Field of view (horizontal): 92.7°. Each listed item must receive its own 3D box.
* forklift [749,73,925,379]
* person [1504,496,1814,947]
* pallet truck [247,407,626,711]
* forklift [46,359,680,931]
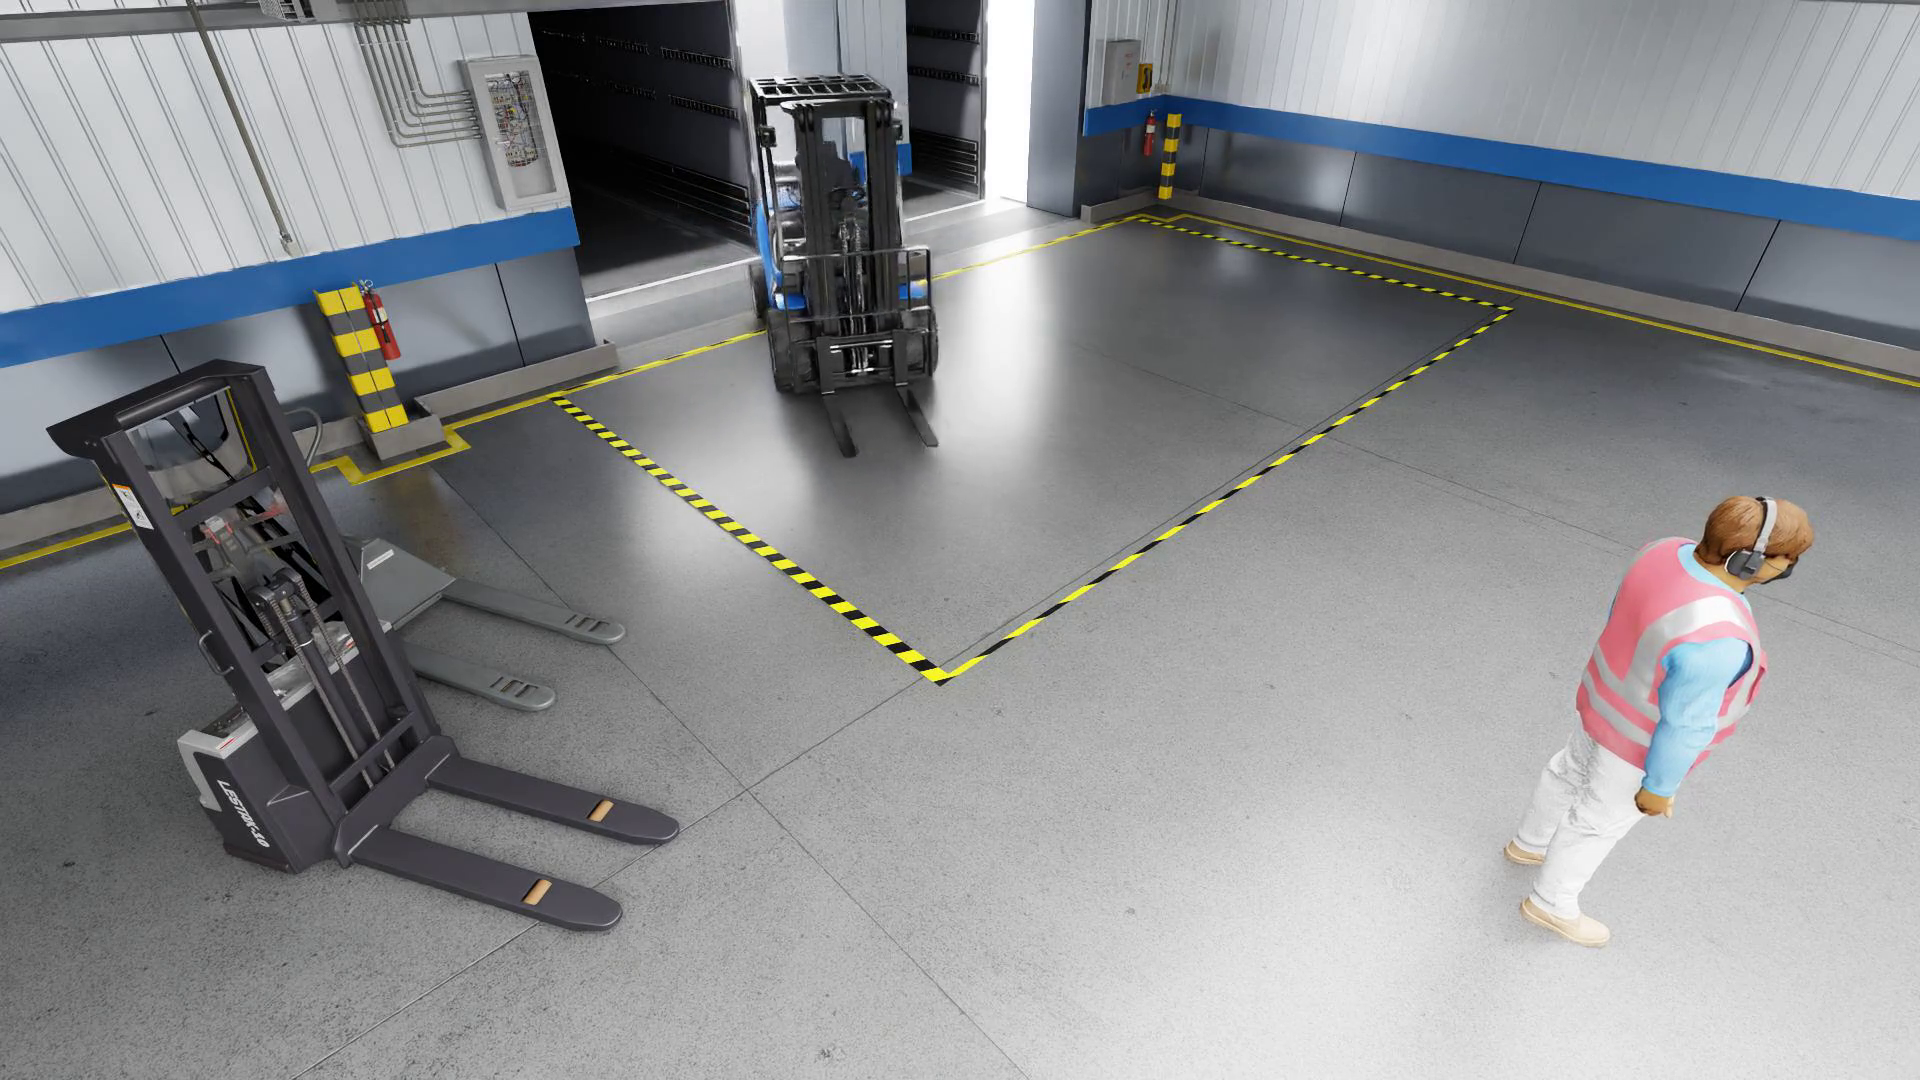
[{"bbox_3d":[-1.095,-2.748,7.694,1.157,2.036,2.680,-9,35,-13],"label":"forklift"},{"bbox_3d":[2.349,0.649,3.160,0.429,1.840,0.632,10,35,14],"label":"person"},{"bbox_3d":[-2.628,0.038,4.590,1.601,1.201,0.680,12,36,18],"label":"pallet truck"},{"bbox_3d":[-2.135,0.422,3.354,1.885,1.965,0.823,10,35,14],"label":"forklift"}]
